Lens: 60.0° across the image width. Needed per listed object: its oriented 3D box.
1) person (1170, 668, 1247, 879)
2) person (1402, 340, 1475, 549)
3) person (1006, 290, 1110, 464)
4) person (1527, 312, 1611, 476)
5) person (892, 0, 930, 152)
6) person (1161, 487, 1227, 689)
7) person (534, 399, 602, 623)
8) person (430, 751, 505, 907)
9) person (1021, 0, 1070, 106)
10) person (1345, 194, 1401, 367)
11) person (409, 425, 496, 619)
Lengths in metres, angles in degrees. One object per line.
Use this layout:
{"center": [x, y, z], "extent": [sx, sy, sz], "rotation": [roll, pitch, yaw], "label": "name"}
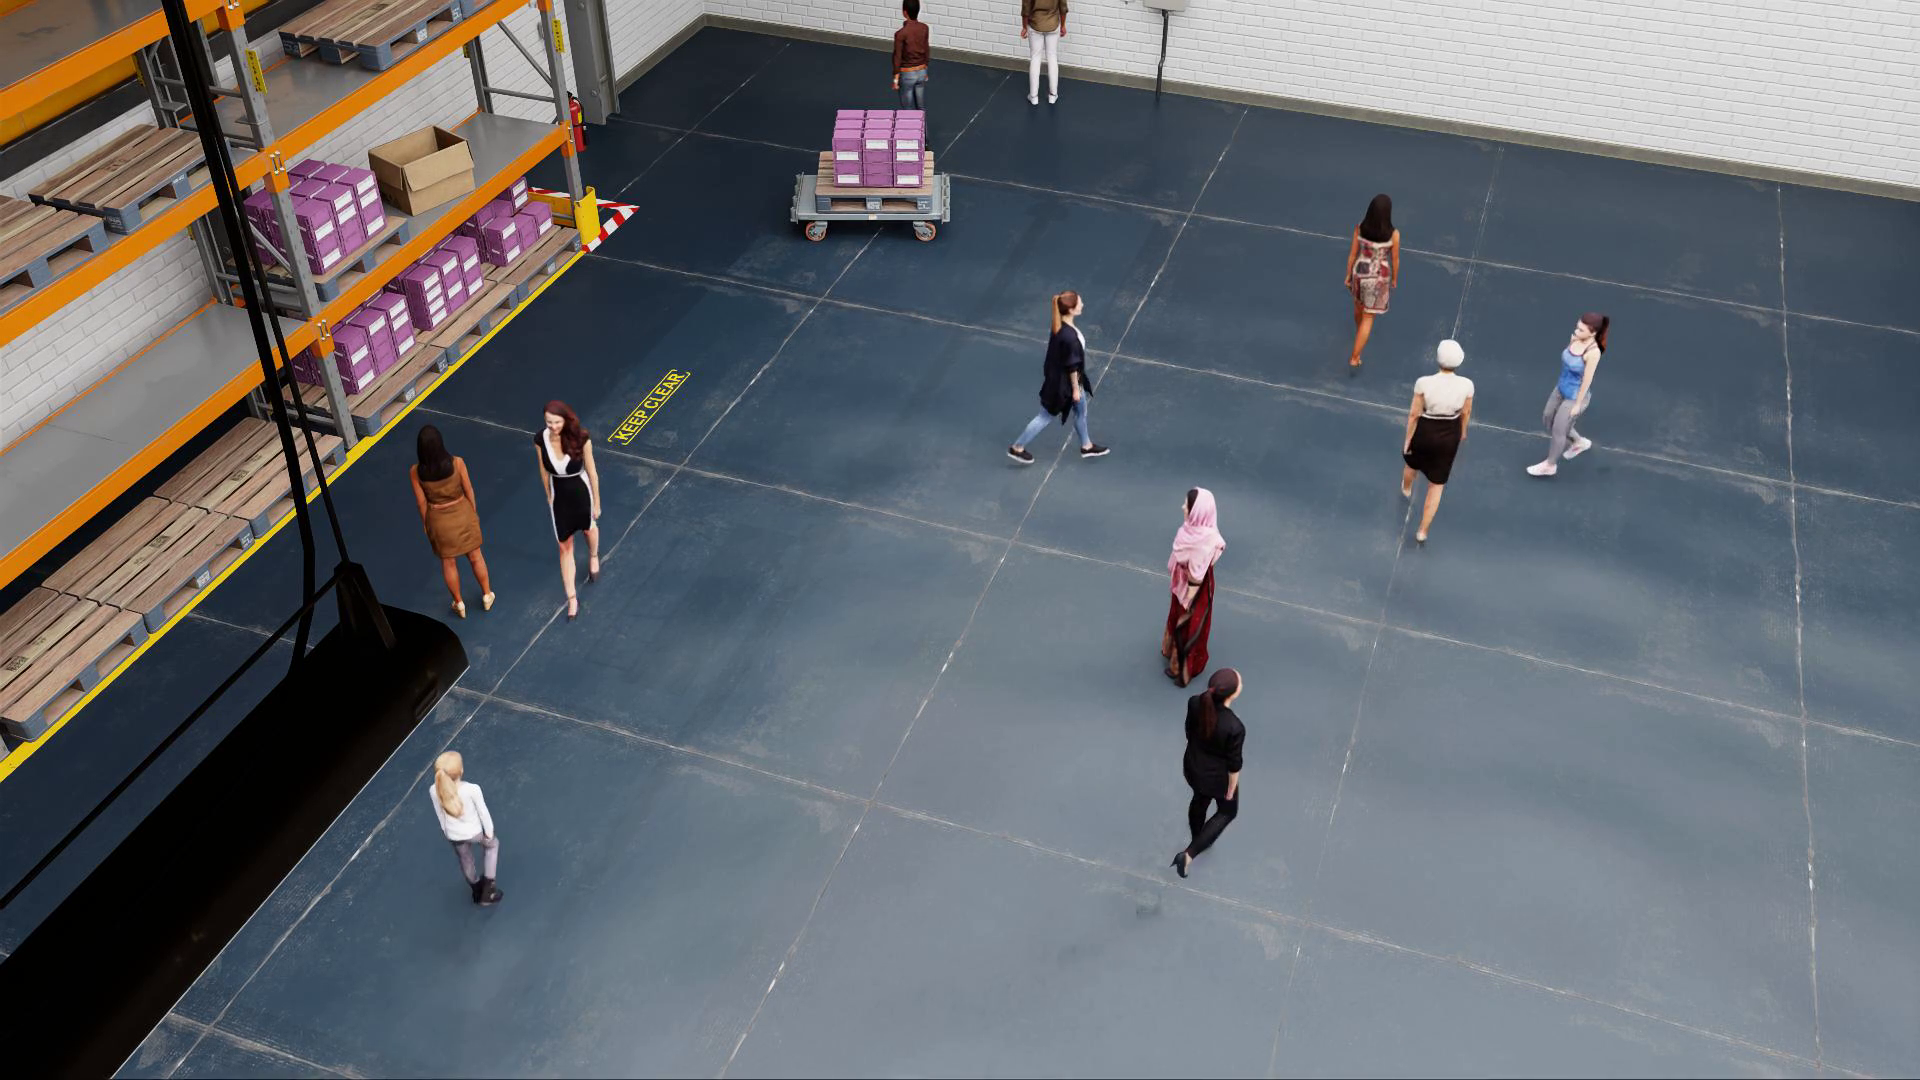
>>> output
{"center": [1.498, 1.475, 10.297], "extent": [0.899, 1.649, 0.790], "rotation": [-30, 48, -32], "label": "person"}
{"center": [3.706, -0.701, 12.972], "extent": [0.728, 1.712, 1.096], "rotation": [8, 39, 10], "label": "person"}
{"center": [0.763, -1.298, 13.773], "extent": [1.020, 1.645, 1.150], "rotation": [-4, 39, -5], "label": "person"}
{"center": [5.091, -1.191, 13.678], "extent": [0.821, 1.596, 0.818], "rotation": [-1, 39, -2], "label": "person"}
{"center": [-0.525, -5.155, 18.496], "extent": [0.635, 1.778, 0.764], "rotation": [-28, 46, -30], "label": "person"}
{"center": [1.656, 0.298, 11.783], "extent": [0.800, 1.634, 0.651], "rotation": [1, 39, 1], "label": "person"}
{"center": [-2.879, -0.343, 12.484], "extent": [0.880, 1.762, 1.158], "rotation": [-2, 39, -3], "label": "person"}
{"center": [-3.043, 1.817, 10.173], "extent": [0.575, 1.271, 0.633], "rotation": [0, 39, 0], "label": "person"}
{"center": [0.990, -6.027, 19.550], "extent": [0.798, 1.825, 0.742], "rotation": [-2, 39, -2], "label": "person"}
{"center": [3.709, -2.332, 15.098], "extent": [0.715, 1.606, 1.120], "rotation": [19, 42, 22], "label": "person"}
{"center": [-3.758, -0.133, 12.279], "extent": [0.641, 1.690, 0.691], "rotation": [-13, 41, -16], "label": "person"}
